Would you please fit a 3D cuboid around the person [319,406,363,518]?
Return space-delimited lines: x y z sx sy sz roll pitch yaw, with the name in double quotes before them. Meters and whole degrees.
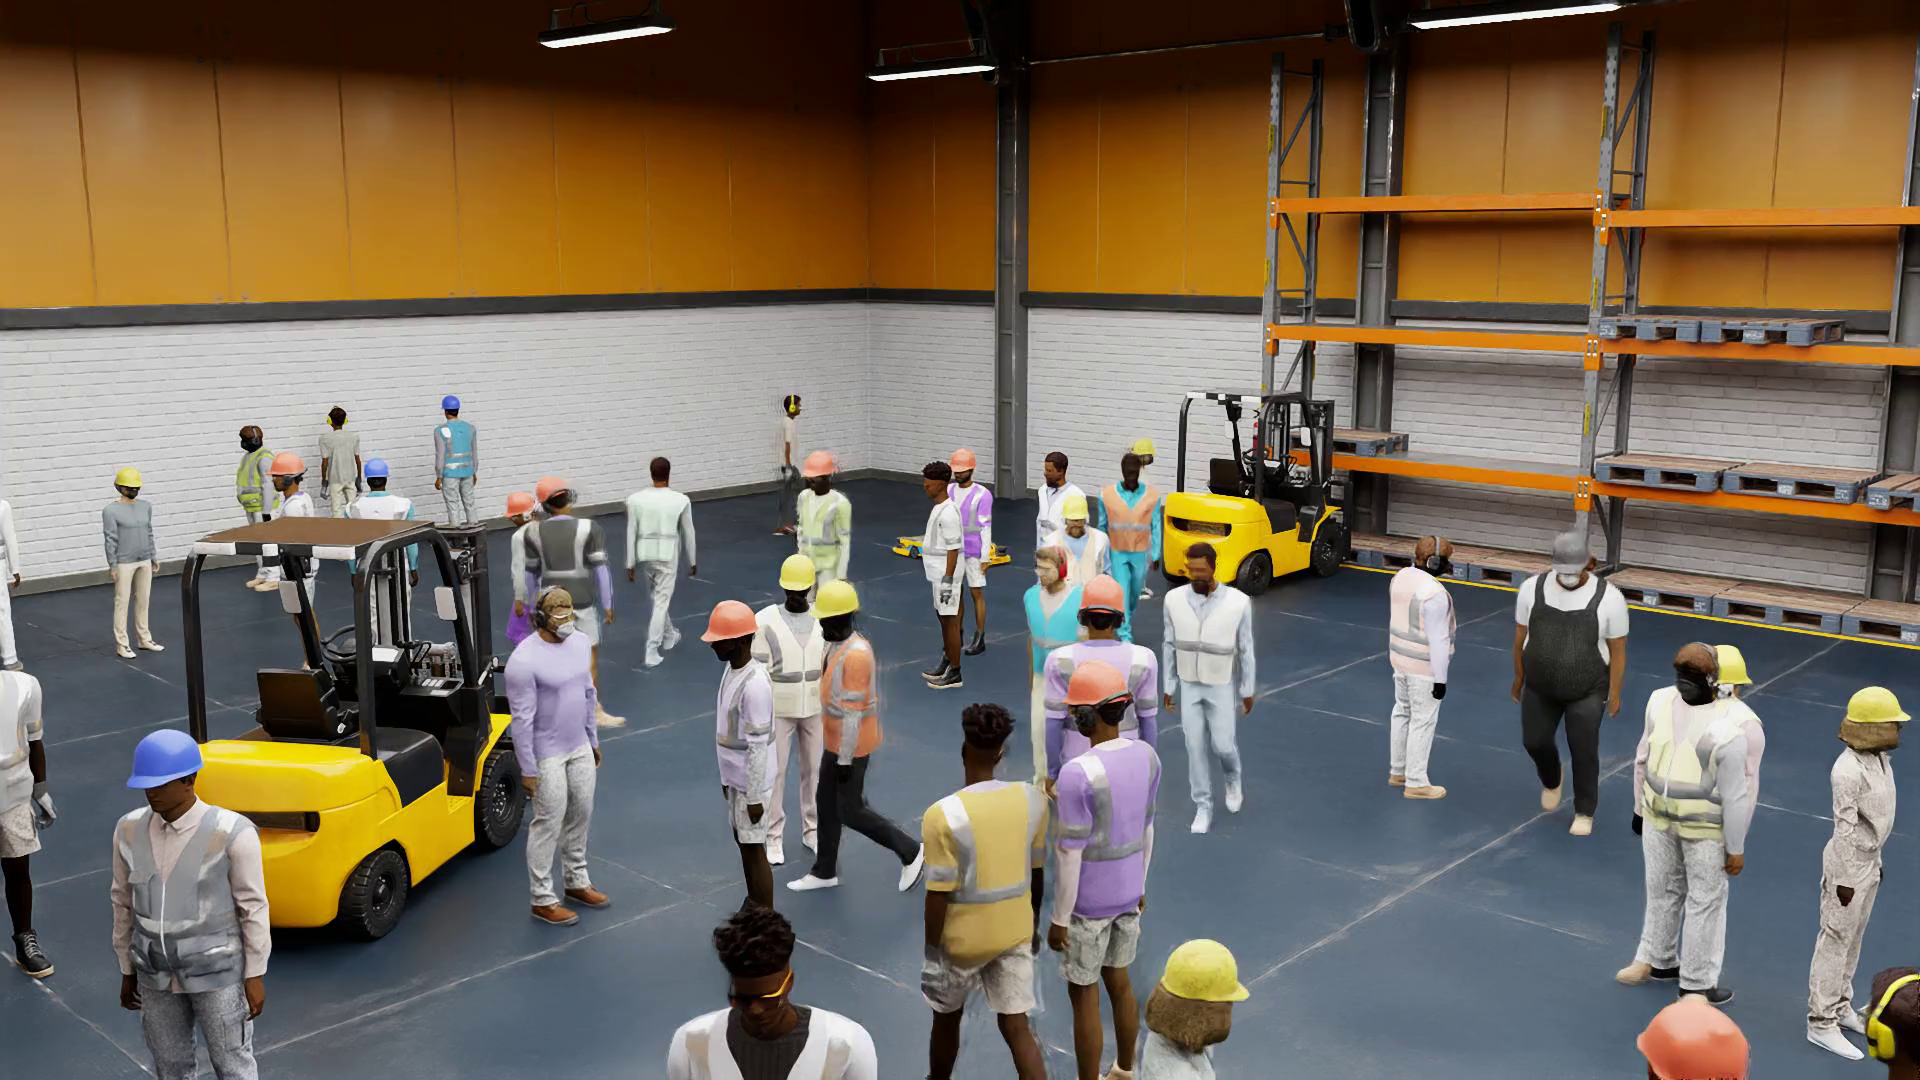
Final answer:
"person" -7.498 -0.688 20.148 0.516 1.872 0.327 -9 13 -41

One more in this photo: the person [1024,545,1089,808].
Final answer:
"person" 0.714 0.908 11.207 0.590 1.819 0.764 8 13 38

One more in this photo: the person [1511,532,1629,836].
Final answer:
"person" 3.906 0.885 10.707 0.708 2.000 0.567 6 12 30

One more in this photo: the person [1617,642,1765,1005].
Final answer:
"person" 3.634 1.405 8.314 0.429 1.841 0.633 -7 12 -34

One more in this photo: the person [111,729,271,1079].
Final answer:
"person" -3.002 1.672 6.487 0.617 1.946 0.396 1 10 7

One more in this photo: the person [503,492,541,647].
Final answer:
"person" -3.641 0.445 14.109 0.358 1.727 0.626 3 10 18

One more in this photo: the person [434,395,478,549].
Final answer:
"person" -6.290 -0.833 20.750 0.405 1.946 0.612 8 13 37

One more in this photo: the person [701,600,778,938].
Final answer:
"person" -1.173 1.263 8.882 0.388 1.929 0.547 -3 11 -19

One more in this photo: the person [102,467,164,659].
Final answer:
"person" -7.642 0.201 15.389 0.326 1.765 0.533 4 11 22

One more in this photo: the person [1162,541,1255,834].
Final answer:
"person" 1.612 0.934 10.837 0.612 1.895 0.522 4 11 24

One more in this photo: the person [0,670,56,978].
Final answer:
"person" -4.947 1.315 8.468 0.367 1.967 0.600 10 14 43

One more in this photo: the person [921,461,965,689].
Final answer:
"person" -0.146 0.292 14.297 0.364 1.962 0.612 -1 10 -7

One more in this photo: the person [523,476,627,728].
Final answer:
"person" -3.007 0.499 13.097 0.799 2.007 0.433 1 10 3

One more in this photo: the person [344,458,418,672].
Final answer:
"person" -5.077 0.246 14.641 0.605 1.939 0.415 -2 10 -12

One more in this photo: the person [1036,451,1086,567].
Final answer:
"person" 0.933 0.129 15.364 0.375 1.916 0.592 -8 13 -37

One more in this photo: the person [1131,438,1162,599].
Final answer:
"person" 1.983 -0.216 17.816 0.433 1.751 0.528 2 10 13

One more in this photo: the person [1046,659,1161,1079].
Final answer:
"person" 0.591 1.514 7.164 0.402 2.031 0.614 9 13 41

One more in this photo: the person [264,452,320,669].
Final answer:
"person" -5.680 0.268 14.209 0.378 2.045 0.605 -3 10 -15

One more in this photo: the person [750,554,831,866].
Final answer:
"person" -0.993 1.027 10.233 0.588 1.923 0.383 -4 11 -23

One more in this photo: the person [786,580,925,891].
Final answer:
"person" -0.598 1.148 9.629 0.744 1.903 0.592 -3 10 -16

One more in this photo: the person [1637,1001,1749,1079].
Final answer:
"person" 1.816 2.076 4.325 0.594 1.910 0.433 2 10 9

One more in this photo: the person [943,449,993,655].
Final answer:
"person" 0.039 0.107 15.457 0.546 1.929 0.388 7 12 34

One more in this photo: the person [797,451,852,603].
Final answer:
"person" -1.181 0.216 14.553 0.631 2.024 0.521 9 13 42

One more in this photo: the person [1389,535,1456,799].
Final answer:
"person" 3.173 0.868 11.416 0.429 1.830 0.639 -2 10 -12

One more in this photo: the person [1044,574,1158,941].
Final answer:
"person" 0.747 1.195 8.931 0.609 2.044 0.394 0 10 -1

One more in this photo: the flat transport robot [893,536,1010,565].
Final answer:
"flat transport robot" -0.110 0.113 20.138 0.652 0.197 1.431 -9 13 -40

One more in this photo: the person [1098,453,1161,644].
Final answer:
"person" 1.590 0.084 15.747 0.601 1.884 0.918 0 10 -2

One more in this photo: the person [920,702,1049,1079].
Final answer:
"person" 0.121 1.629 6.864 0.644 1.915 0.994 -6 12 -32

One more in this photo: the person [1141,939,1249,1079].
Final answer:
"person" 0.695 2.034 5.061 0.358 1.724 0.530 0 10 2

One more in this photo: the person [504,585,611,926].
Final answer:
"person" -2.254 1.192 9.297 0.377 1.927 0.635 5 11 26

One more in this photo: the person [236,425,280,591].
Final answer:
"person" -7.750 -0.359 18.381 0.430 1.836 0.626 -9 13 -40

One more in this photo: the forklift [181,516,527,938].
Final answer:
"forklift" -3.583 0.976 9.748 1.214 2.155 2.313 2 10 11

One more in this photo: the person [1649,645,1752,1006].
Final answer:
"person" 3.705 1.417 8.312 0.403 1.821 0.601 -2 10 -13

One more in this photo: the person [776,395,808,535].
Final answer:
"person" -2.189 -0.978 21.852 0.584 1.848 0.552 -2 10 -11

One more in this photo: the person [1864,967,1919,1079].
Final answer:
"person" 2.517 2.067 4.503 0.526 1.860 0.320 -1 10 -8

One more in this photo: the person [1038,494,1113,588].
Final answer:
"person" 0.937 0.526 13.388 0.630 1.812 0.486 -1 10 -5

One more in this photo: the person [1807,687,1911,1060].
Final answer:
"person" 4.229 1.539 7.821 0.286 1.746 0.487 9 14 43

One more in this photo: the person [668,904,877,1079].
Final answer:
"person" -0.523 1.970 4.774 0.635 1.952 0.414 1 10 4

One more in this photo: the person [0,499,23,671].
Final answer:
"person" -8.607 0.272 14.638 0.584 1.882 0.337 -4 11 -23

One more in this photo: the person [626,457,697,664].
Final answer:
"person" -2.736 0.184 15.297 0.598 1.836 1.020 2 10 11

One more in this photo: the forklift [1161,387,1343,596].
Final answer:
"forklift" 3.298 -0.608 18.767 1.214 2.155 2.313 9 13 42
